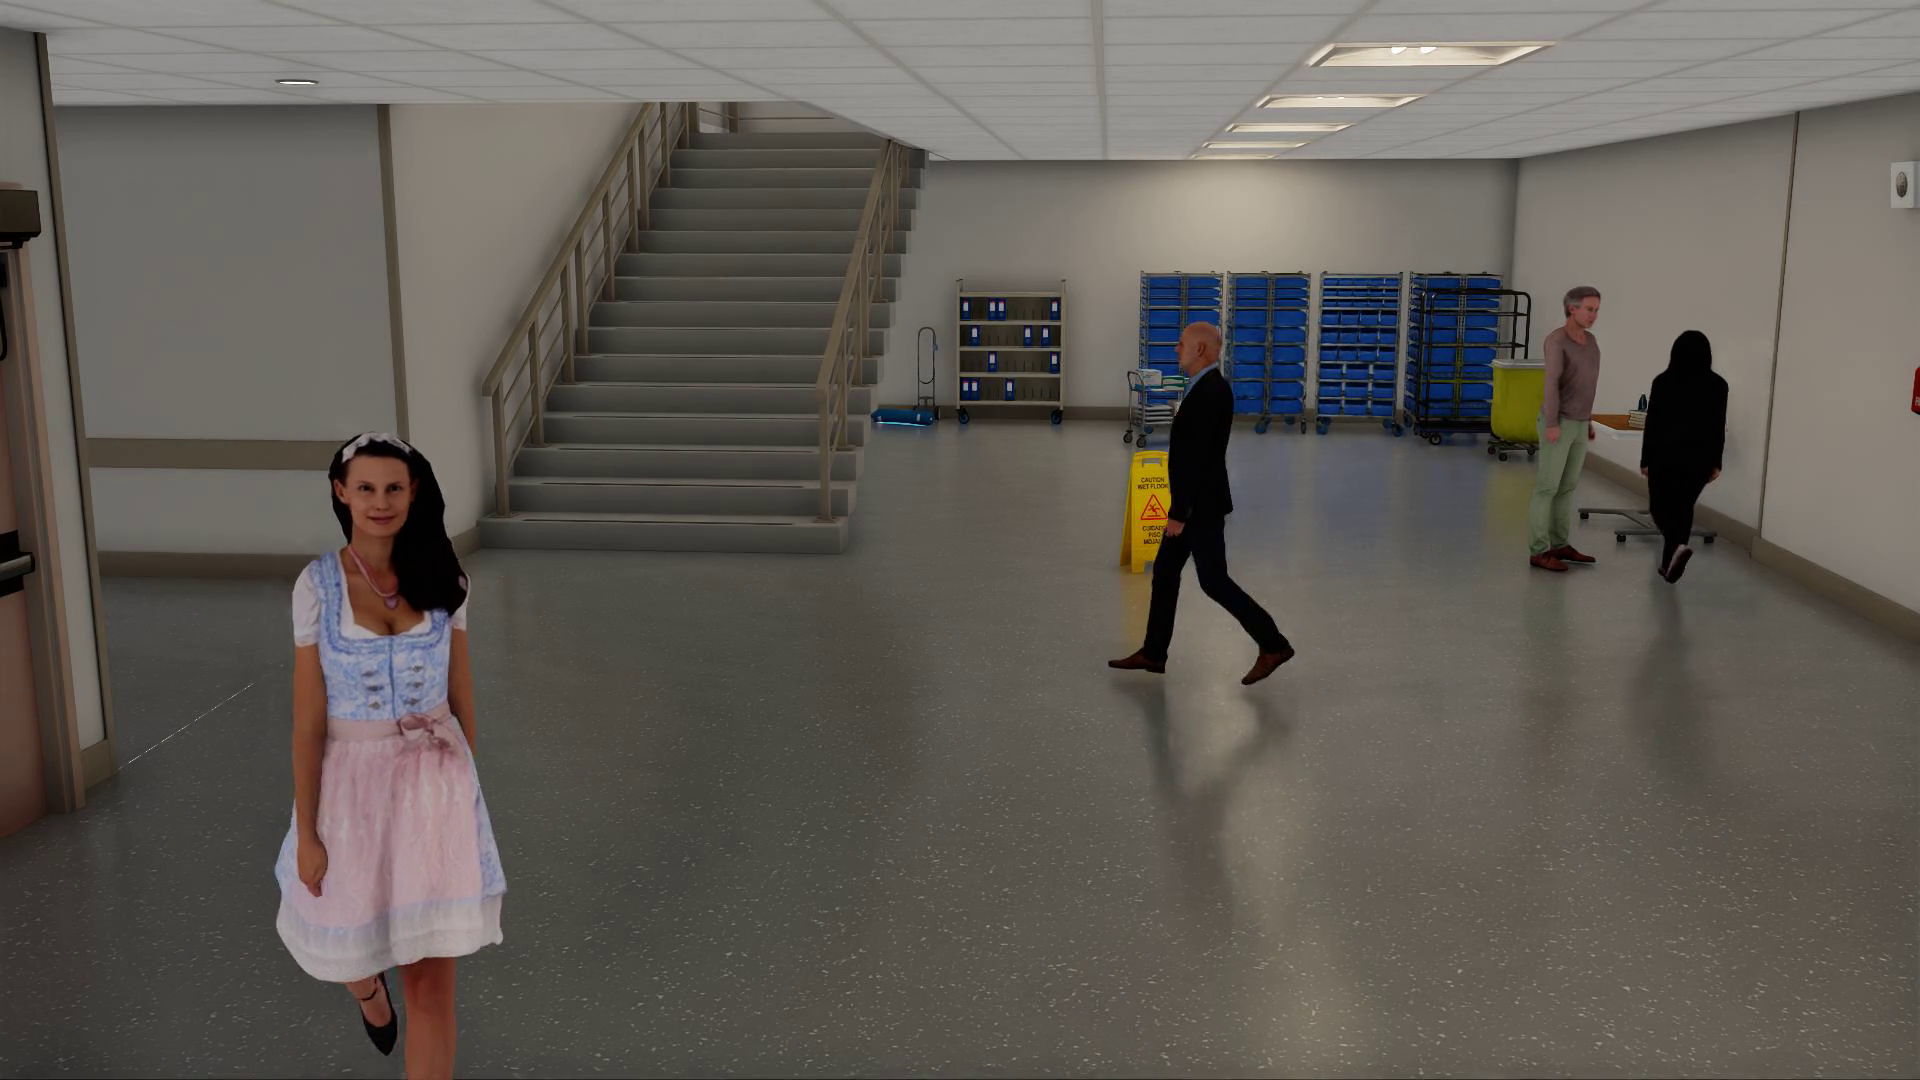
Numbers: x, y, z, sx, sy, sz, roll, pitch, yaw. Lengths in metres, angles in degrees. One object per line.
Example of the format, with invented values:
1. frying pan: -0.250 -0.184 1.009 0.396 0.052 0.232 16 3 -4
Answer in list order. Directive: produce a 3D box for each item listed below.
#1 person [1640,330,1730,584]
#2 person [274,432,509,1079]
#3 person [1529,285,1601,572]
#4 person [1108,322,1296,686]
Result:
1. person: 4.546 -0.485 10.385 0.643 1.595 0.907 1 11 3
2. person: -1.352 0.652 3.875 1.028 1.789 1.251 -5 12 -25
3. person: 4.036 -0.759 11.102 0.771 1.866 0.832 -9 14 -40
4. person: 1.256 -0.161 8.173 0.715 1.783 1.059 1 11 5
